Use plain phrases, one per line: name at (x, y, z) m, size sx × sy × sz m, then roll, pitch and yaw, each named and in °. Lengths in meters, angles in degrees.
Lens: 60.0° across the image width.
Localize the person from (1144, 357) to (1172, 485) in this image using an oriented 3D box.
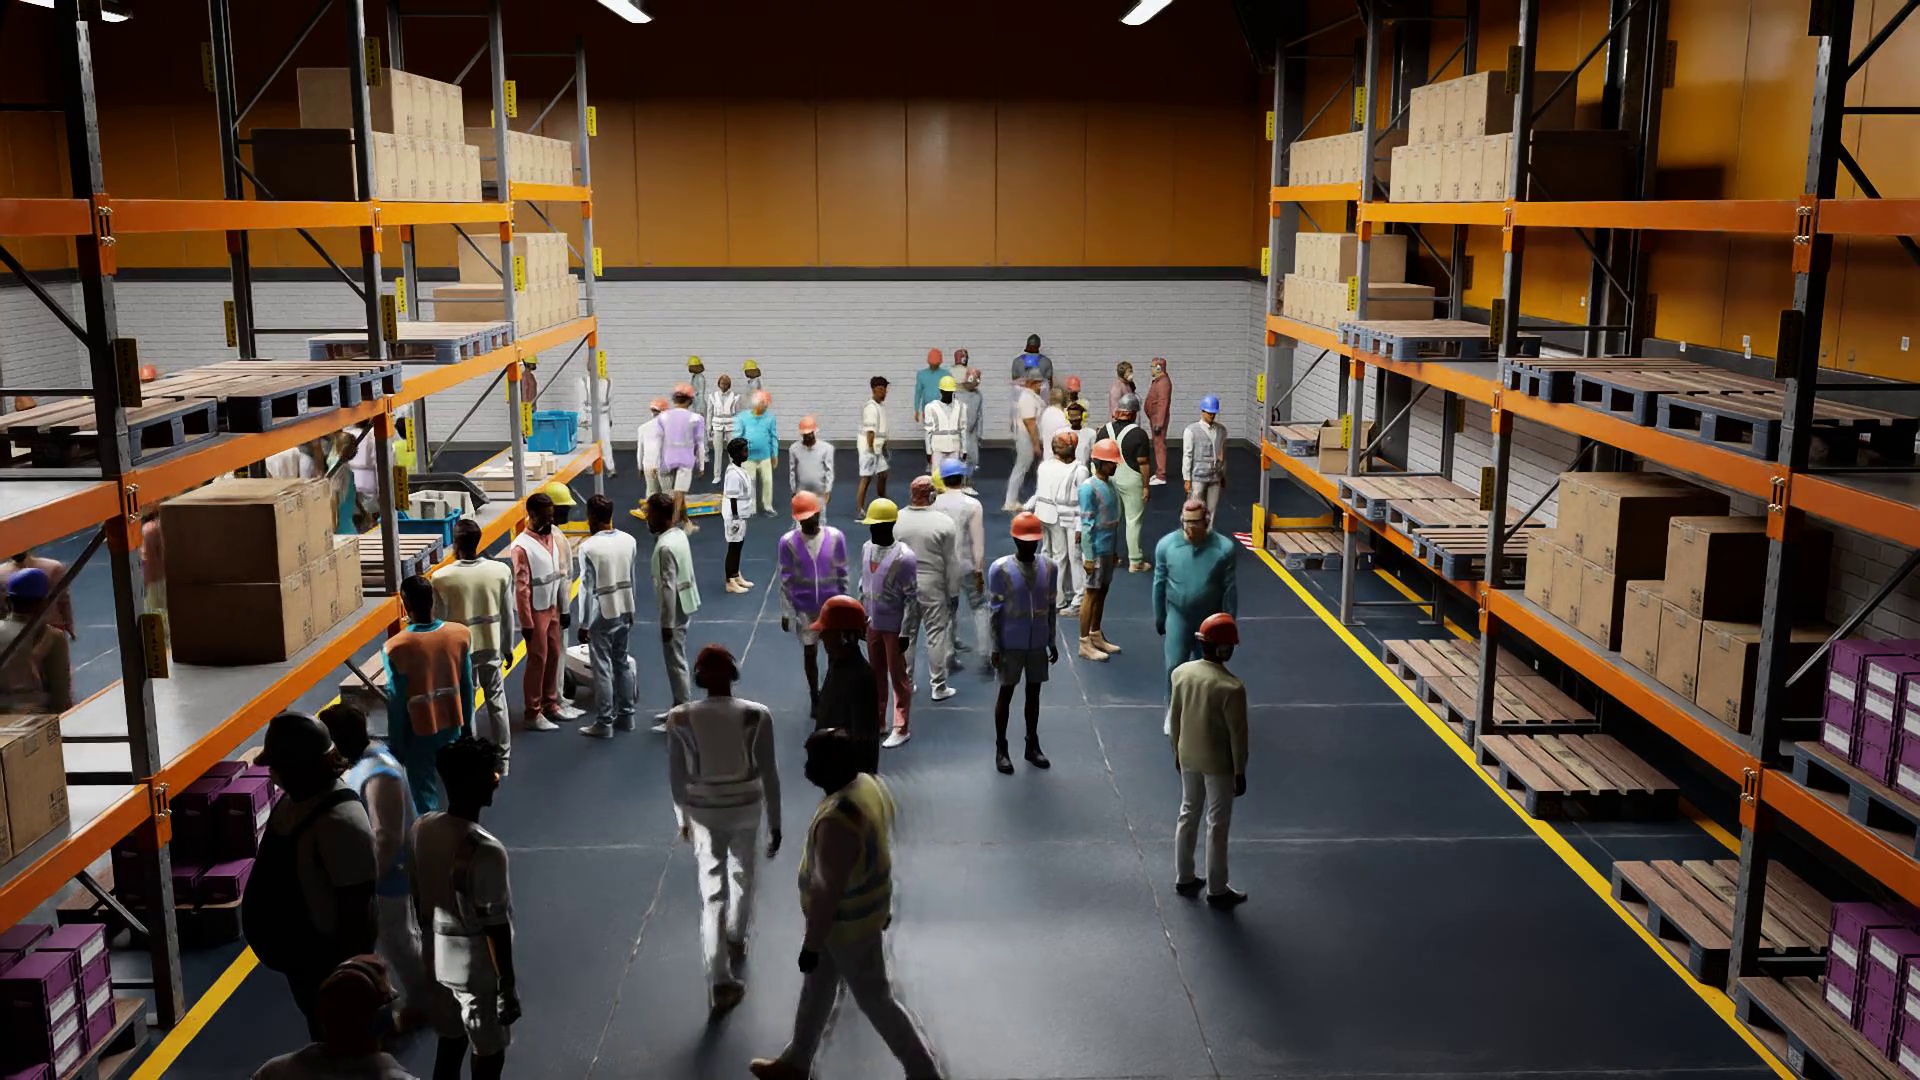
person at (2.953, -1.777, 24.879) m, size 0.408 × 1.906 × 0.652 m, roll 1°, pitch 11°, yaw 7°

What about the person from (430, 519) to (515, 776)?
person at (-3.483, 0.794, 11.951) m, size 0.596 × 1.921 × 0.386 m, roll -8°, pitch 14°, yaw -35°

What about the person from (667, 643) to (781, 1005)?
person at (-1.238, 1.474, 8.793) m, size 0.580 × 1.841 × 0.922 m, roll -2°, pitch 11°, yaw -9°

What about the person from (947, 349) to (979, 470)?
person at (0.028, -2.071, 26.354) m, size 0.407 × 1.908 × 0.641 m, roll -9°, pitch 14°, yaw -39°

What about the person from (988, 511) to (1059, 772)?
person at (0.479, 0.739, 12.186) m, size 0.547 × 1.937 × 0.379 m, roll -4°, pitch 12°, yaw -20°

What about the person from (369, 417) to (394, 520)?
person at (-7.393, -0.913, 21.256) m, size 0.277 × 1.630 × 0.506 m, roll 5°, pitch 12°, yaw 24°

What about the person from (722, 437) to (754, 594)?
person at (-2.392, -0.269, 17.868) m, size 0.322 × 1.689 × 0.530 m, roll 0°, pitch 11°, yaw 1°

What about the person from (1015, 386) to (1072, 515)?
person at (1.152, -0.987, 20.903) m, size 0.802 × 1.915 × 0.636 m, roll -6°, pitch 13°, yaw -26°

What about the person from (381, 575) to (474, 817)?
person at (-3.221, 1.160, 10.141) m, size 0.390 × 1.913 × 0.587 m, roll 9°, pitch 15°, yaw 39°

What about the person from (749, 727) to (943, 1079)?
person at (-0.489, 1.725, 7.612) m, size 0.953 × 1.805 × 0.625 m, roll 1°, pitch 11°, yaw 5°

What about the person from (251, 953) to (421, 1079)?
person at (-1.801, 2.171, 5.109) m, size 0.688 × 1.898 × 0.454 m, roll 3°, pitch 12°, yaw 13°

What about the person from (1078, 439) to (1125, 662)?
person at (1.309, 0.083, 15.213) m, size 0.392 × 2.039 × 0.615 m, roll 6°, pitch 13°, yaw 27°

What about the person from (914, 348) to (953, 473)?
person at (-0.396, -2.083, 26.298) m, size 0.628 × 1.954 × 0.946 m, roll 3°, pitch 12°, yaw 15°

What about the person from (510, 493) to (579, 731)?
person at (-3.324, 0.564, 13.154) m, size 0.409 × 1.907 × 0.599 m, roll 3°, pitch 12°, yaw 13°

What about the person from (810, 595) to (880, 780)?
person at (-0.638, 1.280, 9.326) m, size 0.376 × 1.995 × 0.612 m, roll -4°, pitch 12°, yaw -19°

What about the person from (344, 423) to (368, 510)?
person at (-8.301, -1.267, 22.764) m, size 0.321 × 1.737 × 0.488 m, roll -1°, pitch 11°, yaw -7°

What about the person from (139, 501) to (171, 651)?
person at (-7.232, 0.362, 14.886) m, size 0.357 × 1.619 × 0.501 m, roll -4°, pitch 12°, yaw -20°

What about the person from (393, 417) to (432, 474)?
person at (-6.566, -0.640, 19.837) m, size 0.530 × 1.650 × 0.880 m, roll -3°, pitch 12°, yaw -16°

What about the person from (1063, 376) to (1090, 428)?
person at (1.605, -1.525, 24.098) m, size 0.564 × 1.716 × 0.832 m, roll 0°, pitch 11°, yaw -1°

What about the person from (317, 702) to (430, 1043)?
person at (-2.815, 1.636, 8.065) m, size 0.609 × 1.791 × 0.647 m, roll -7°, pitch 13°, yaw -32°

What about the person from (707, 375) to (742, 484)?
person at (-3.528, -1.659, 24.956) m, size 0.514 × 1.643 × 0.307 m, roll 0°, pitch 11°, yaw 0°

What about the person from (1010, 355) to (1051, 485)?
person at (1.047, -1.776, 24.768) m, size 0.614 × 1.947 × 0.388 m, roll 1°, pitch 11°, yaw 4°

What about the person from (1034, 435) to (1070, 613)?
person at (0.973, -0.173, 17.027) m, size 0.384 × 1.835 × 0.562 m, roll -7°, pitch 13°, yaw -30°

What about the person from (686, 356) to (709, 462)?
person at (-4.287, -2.137, 27.124) m, size 0.325 × 1.735 × 0.487 m, roll -5°, pitch 12°, yaw -24°

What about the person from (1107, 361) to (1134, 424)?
person at (2.324, -1.625, 24.081) m, size 0.368 × 1.933 × 0.624 m, roll 4°, pitch 12°, yaw 18°

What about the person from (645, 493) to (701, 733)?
person at (-2.260, 0.571, 13.116) m, size 0.418 × 1.907 × 0.608 m, roll 0°, pitch 11°, yaw -1°

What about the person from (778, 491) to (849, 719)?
person at (-1.166, 0.528, 13.342) m, size 0.577 × 1.900 × 0.502 m, roll -2°, pitch 11°, yaw -8°

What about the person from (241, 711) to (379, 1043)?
person at (-2.765, 1.701, 7.101) m, size 0.537 × 2.000 × 0.675 m, roll -9°, pitch 14°, yaw -37°

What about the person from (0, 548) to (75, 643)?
person at (-7.180, 0.705, 12.893) m, size 0.534 × 1.727 × 0.576 m, roll -4°, pitch 12°, yaw -21°

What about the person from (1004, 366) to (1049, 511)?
person at (1.073, -1.385, 22.576) m, size 1.018 × 2.000 × 0.705 m, roll 3°, pitch 12°, yaw 14°
